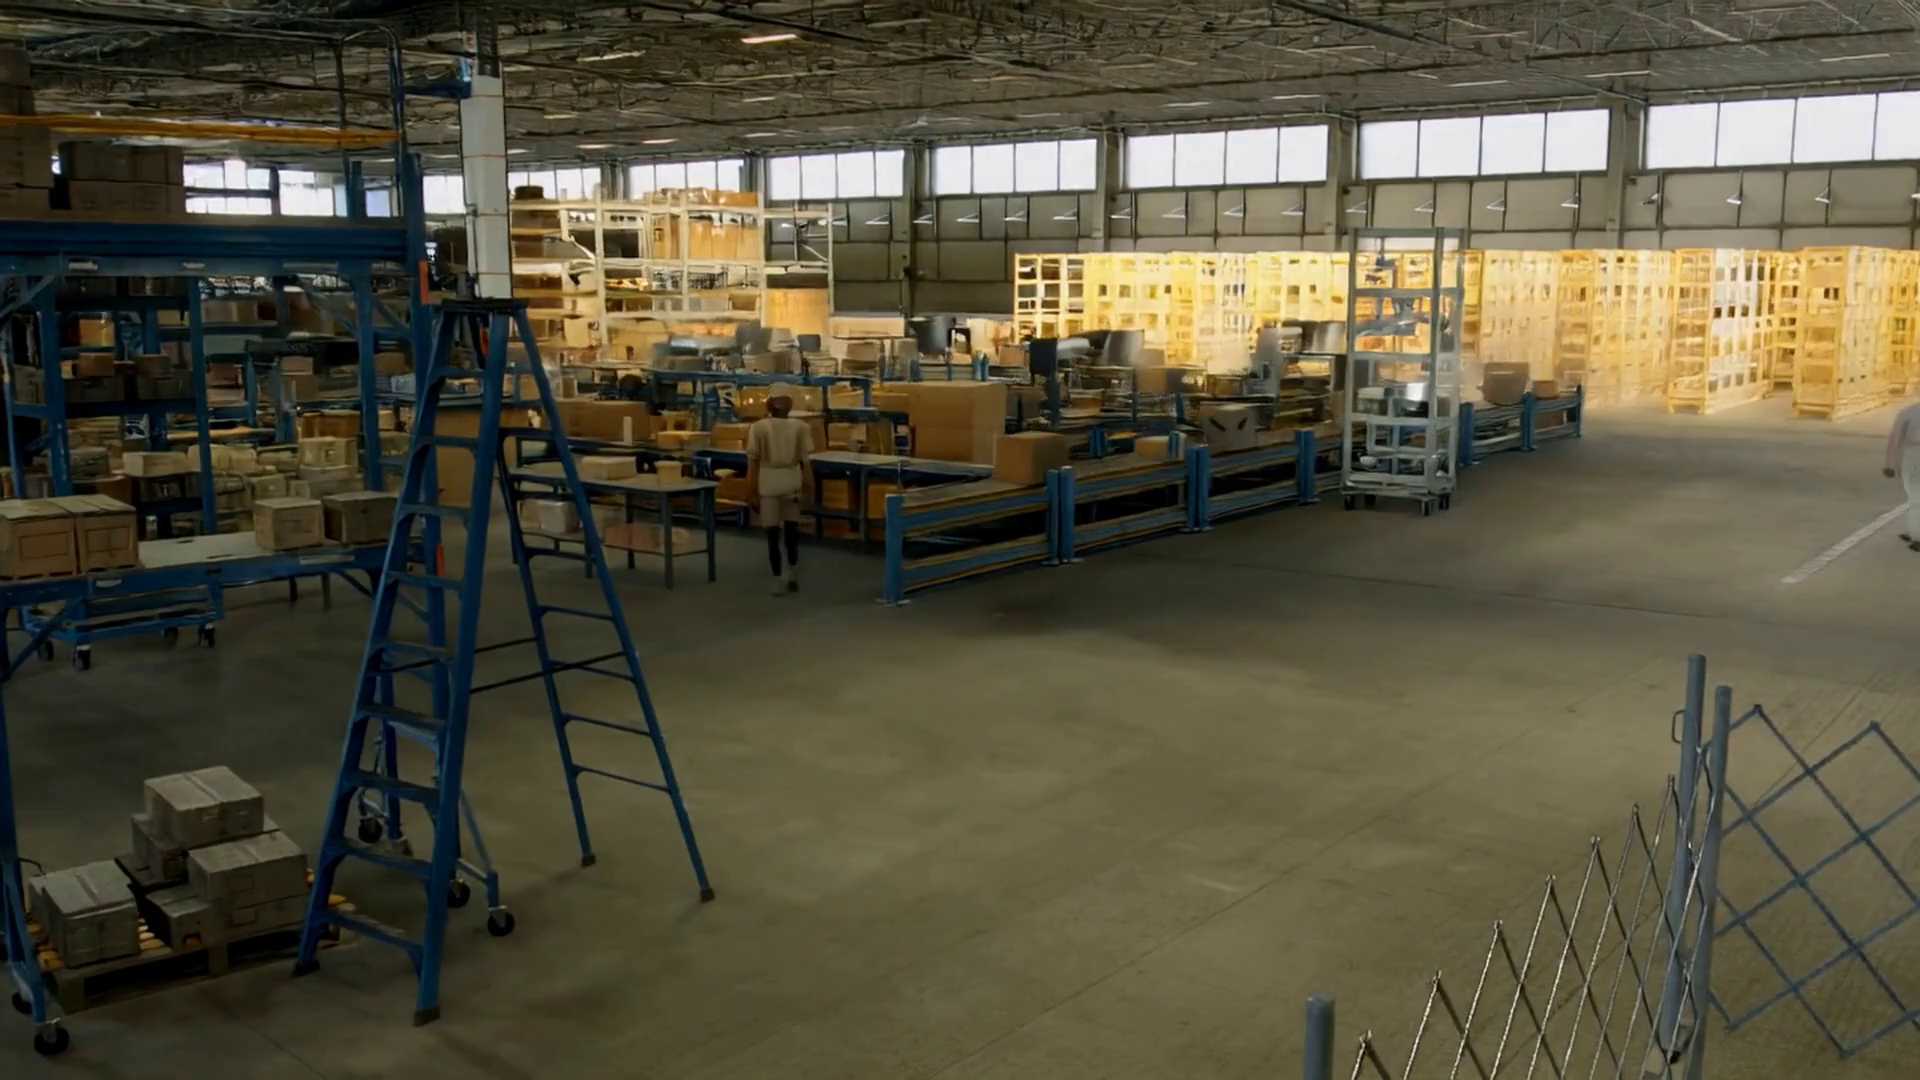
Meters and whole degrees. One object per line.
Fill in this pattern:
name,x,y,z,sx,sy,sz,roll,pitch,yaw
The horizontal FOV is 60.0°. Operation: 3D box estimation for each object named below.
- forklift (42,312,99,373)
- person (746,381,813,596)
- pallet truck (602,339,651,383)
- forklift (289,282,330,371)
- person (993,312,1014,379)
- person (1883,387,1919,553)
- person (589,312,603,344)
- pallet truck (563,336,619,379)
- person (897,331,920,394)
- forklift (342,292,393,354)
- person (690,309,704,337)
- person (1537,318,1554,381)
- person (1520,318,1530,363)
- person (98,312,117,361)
forklift,-23.779,-5.451,44.052,1.873,2.768,1.129,7,11,36
person,-1.727,-0.498,15.832,0.618,2.011,0.771,-2,9,-12
pallet truck,-8.991,-4.871,45.351,0.653,1.274,1.630,7,11,37
forklift,-18.237,-5.821,46.364,1.129,2.768,1.873,7,11,37
person,1.235,-5.543,47.595,0.606,1.928,0.777,1,9,8
person,10.565,-0.824,18.373,0.647,1.856,0.989,0,9,3
person,-12.569,-7.012,57.483,0.553,1.693,0.350,4,10,25
pallet truck,-10.690,-5.294,48.215,1.601,1.201,0.680,-5,10,-26
person,-1.164,-3.965,38.397,0.915,1.723,0.526,4,10,25
forklift,-16.485,-5.622,45.120,1.129,2.768,1.873,7,11,37
person,-9.615,-7.613,61.147,0.518,1.727,0.907,7,11,37
person,16.286,-5.271,46.328,0.608,1.793,0.797,4,10,25
person,15.825,-5.342,46.588,0.388,1.846,0.565,-1,9,-7
person,-27.946,-6.545,54.269,0.598,1.787,0.914,6,11,31
